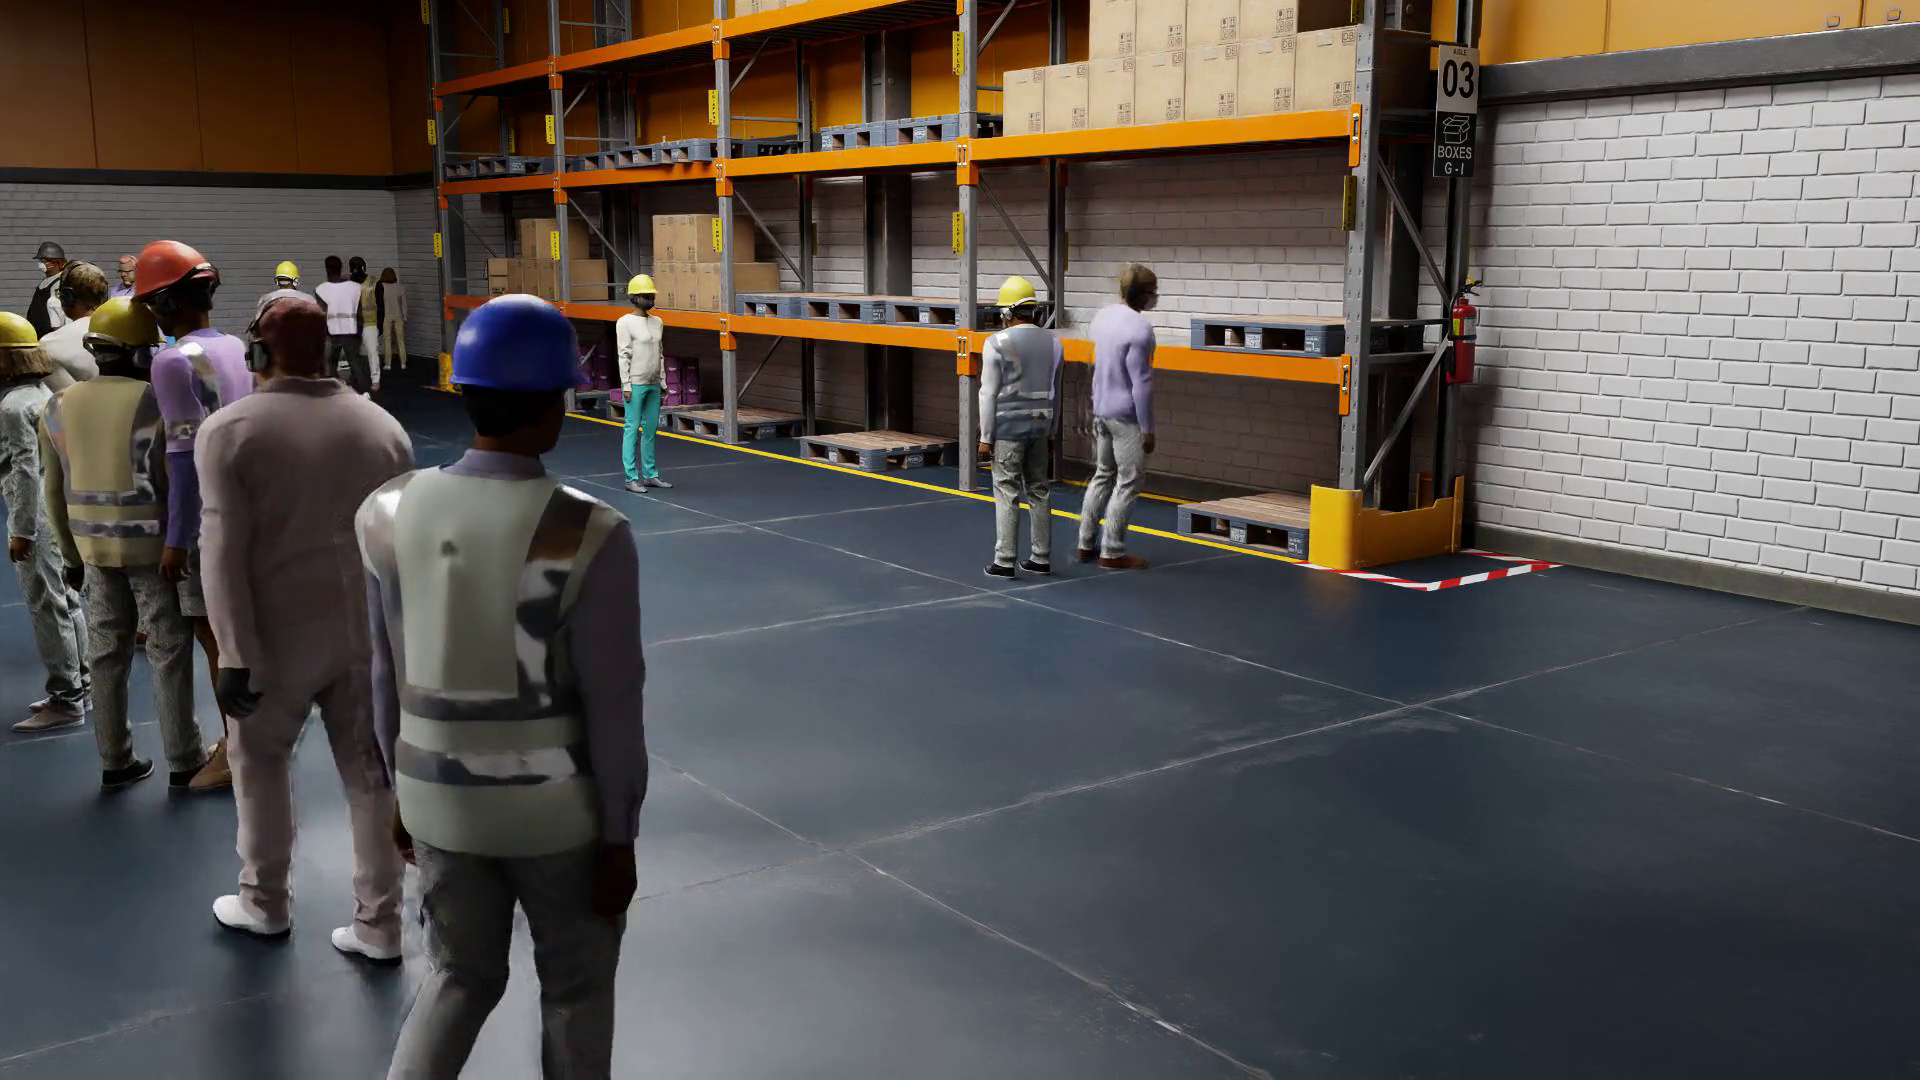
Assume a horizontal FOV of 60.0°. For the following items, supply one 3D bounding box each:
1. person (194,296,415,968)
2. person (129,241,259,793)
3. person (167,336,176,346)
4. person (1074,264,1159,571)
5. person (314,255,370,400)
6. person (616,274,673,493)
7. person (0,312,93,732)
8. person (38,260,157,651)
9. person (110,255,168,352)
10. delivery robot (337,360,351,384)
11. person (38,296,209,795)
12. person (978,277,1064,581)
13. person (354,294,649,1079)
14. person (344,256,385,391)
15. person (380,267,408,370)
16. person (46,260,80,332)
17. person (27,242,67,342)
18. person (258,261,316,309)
[{"bbox_3d":[-1.880,0.257,4.726,0.811,1.869,0.674,9,13,40],"label":"person"},{"bbox_3d":[-2.806,-0.077,6.151,0.403,2.029,0.613,0,10,1],"label":"person"},{"bbox_3d":[-8.762,-2.156,18.737,0.531,1.693,0.320,-3,11,-16],"label":"person"},{"bbox_3d":[0.975,-0.747,10.301,0.383,1.901,0.788,-4,11,-21],"label":"person"},{"bbox_3d":[-7.433,-2.484,20.052,0.592,1.886,0.904,-8,13,-39],"label":"person"},{"bbox_3d":[-2.582,-1.275,13.596,0.307,1.772,0.525,6,12,29],"label":"person"},{"bbox_3d":[-3.881,-0.074,6.938,0.324,1.742,0.492,-3,11,-16],"label":"person"},{"bbox_3d":[-4.130,-0.364,8.016,0.375,1.940,0.627,4,11,21],"label":"person"},{"bbox_3d":[-8.290,-1.905,16.748,0.640,1.904,0.409,2,10,12],"label":"person"},{"bbox_3d":[-8.714,-2.354,22.775,0.707,0.478,0.477,3,11,17],"label":"delivery robot"},{"bbox_3d":[-3.017,0.029,6.112,0.598,1.830,0.403,1,10,7],"label":"person"},{"bbox_3d":[0.353,-0.666,10.044,0.586,1.824,0.405,-8,13,-37],"label":"person"},{"bbox_3d":[-0.888,0.508,3.152,0.614,1.929,0.683,3,11,17],"label":"person"},{"bbox_3d":[-8.229,-2.964,22.848,0.629,1.843,0.429,-1,10,-3],"label":"person"},{"bbox_3d":[-9.111,-3.542,26.667,0.500,1.635,0.280,-5,12,-28],"label":"person"},{"bbox_3d":[-8.078,-1.633,15.315,0.509,1.872,0.328,-7,12,-33],"label":"person"},{"bbox_3d":[-10.040,-2.279,18.457,0.676,2.000,0.536,9,13,40],"label":"person"},{"bbox_3d":[-6.973,-1.983,17.380,0.590,1.833,0.404,-2,10,-11],"label":"person"}]
